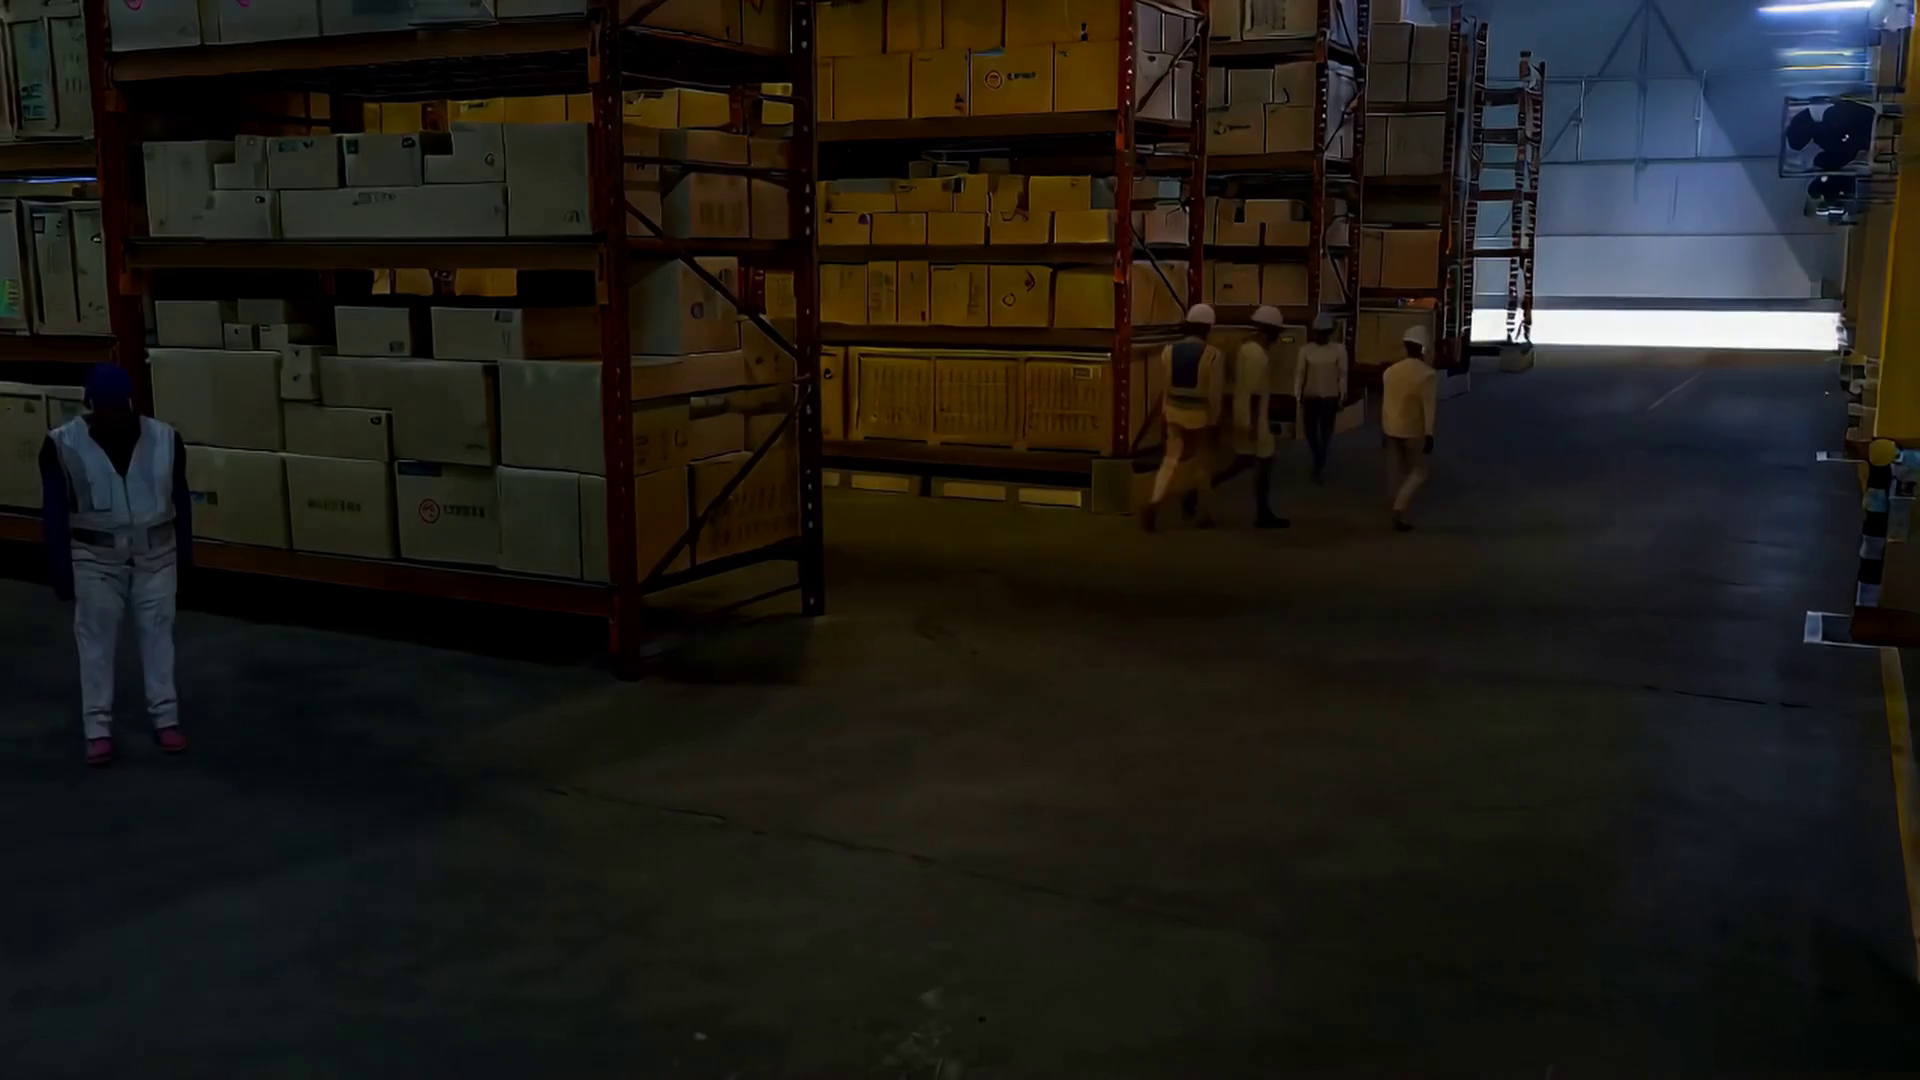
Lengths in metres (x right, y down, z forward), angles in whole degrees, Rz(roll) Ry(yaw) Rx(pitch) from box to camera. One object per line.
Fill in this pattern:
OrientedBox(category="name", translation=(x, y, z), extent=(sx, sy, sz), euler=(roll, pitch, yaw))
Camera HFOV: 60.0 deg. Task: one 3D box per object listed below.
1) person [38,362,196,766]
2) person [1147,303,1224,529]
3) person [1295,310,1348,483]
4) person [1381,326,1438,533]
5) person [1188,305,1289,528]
OrientedBox(category="person", translation=(-3.849, 0.104, 7.658), extent=(0.633, 1.839, 0.429), euler=(-7, 12, -36))
OrientedBox(category="person", translation=(1.897, -1.020, 13.937), extent=(0.607, 1.921, 0.781), euler=(7, 12, 35))
OrientedBox(category="person", translation=(3.726, -1.487, 17.104), extent=(0.539, 1.749, 0.598), euler=(5, 11, 26))
OrientedBox(category="person", translation=(3.725, -0.918, 13.901), extent=(0.581, 1.727, 0.586), euler=(-7, 12, -35))
OrientedBox(category="person", translation=(2.379, -1.025, 14.038), extent=(0.792, 1.904, 0.582), euler=(-1, 10, -6))
